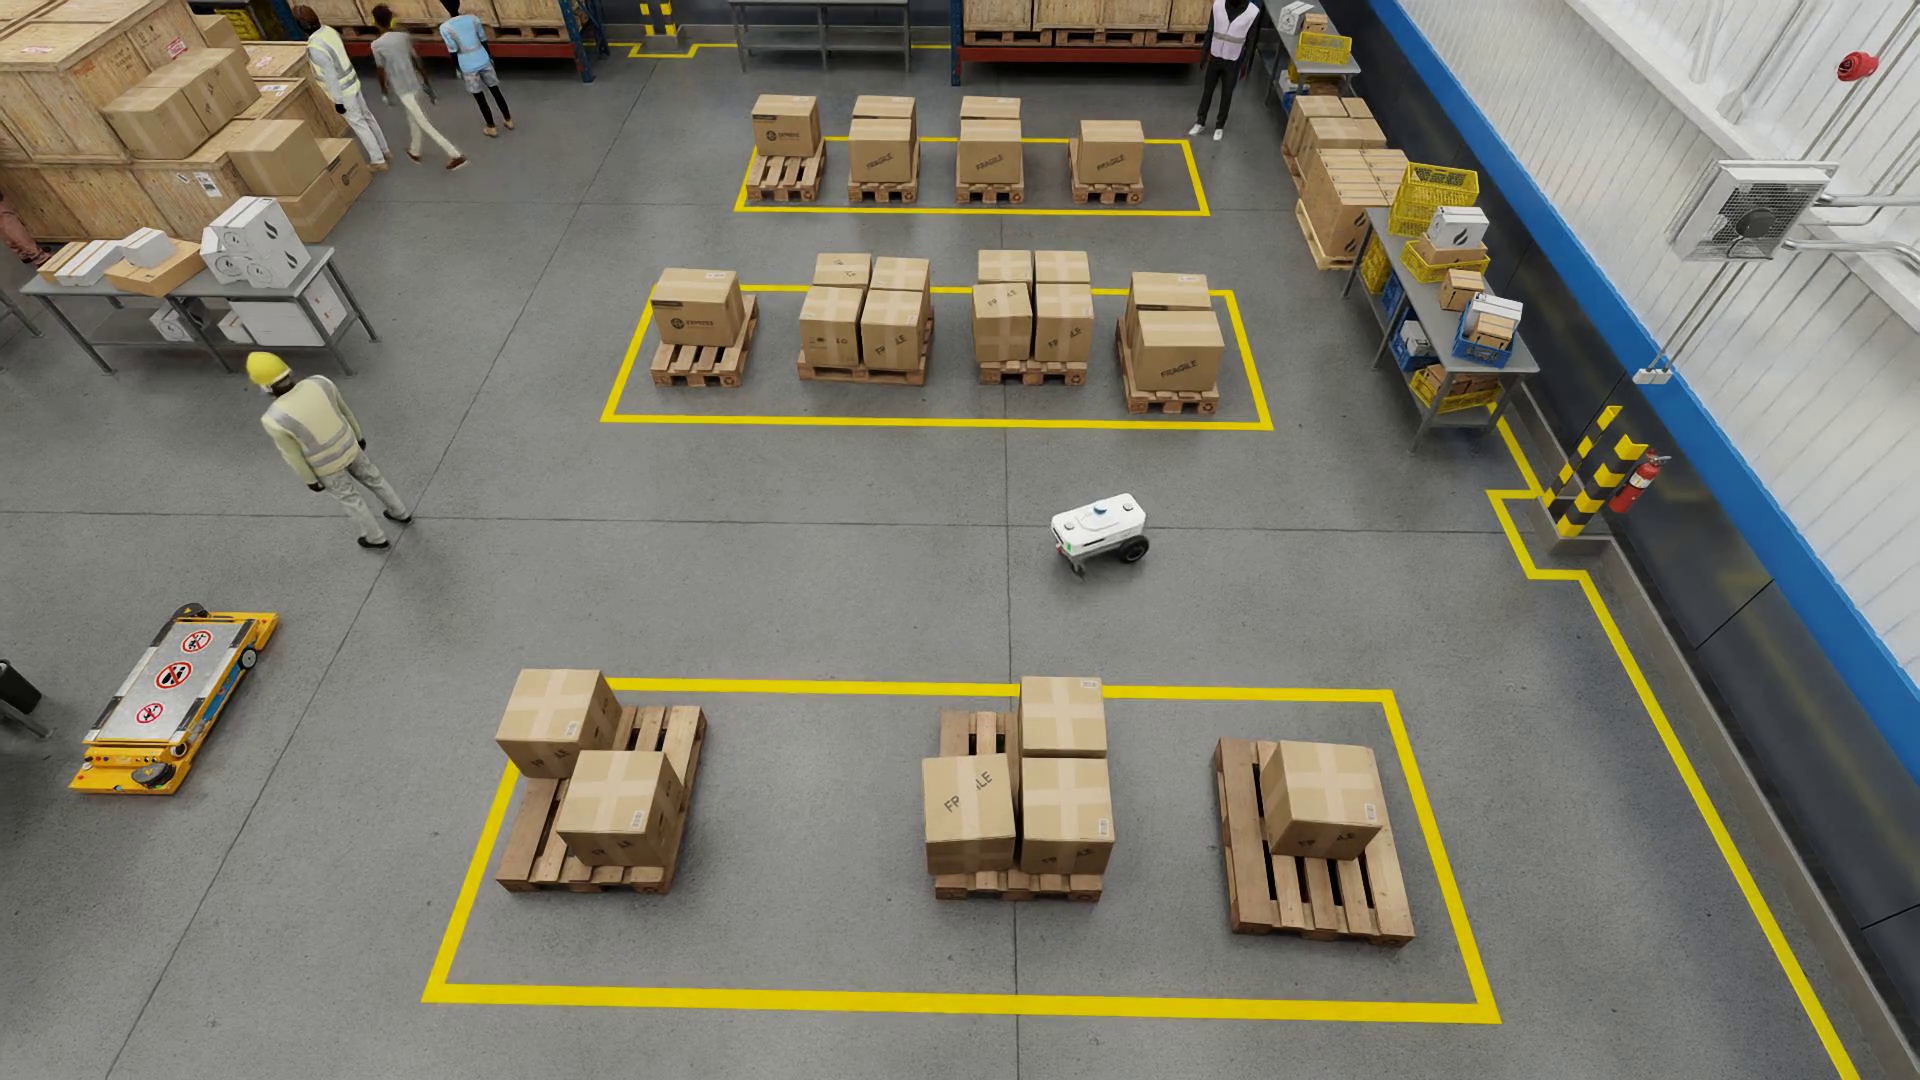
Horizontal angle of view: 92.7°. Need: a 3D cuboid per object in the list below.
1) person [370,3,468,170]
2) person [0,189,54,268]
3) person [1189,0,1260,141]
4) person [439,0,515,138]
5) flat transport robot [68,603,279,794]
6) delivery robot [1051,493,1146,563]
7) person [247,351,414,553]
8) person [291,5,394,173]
[{"bbox_3d":[-6.542,-5.333,10.872,0.915,1.806,0.511,12,51,10],"label":"person"},{"bbox_3d":[-10.130,-3.708,9.424,0.642,1.906,0.410,22,53,18],"label":"person"},{"bbox_3d":[3.275,-5.945,11.309,0.591,1.916,0.383,22,53,18],"label":"person"},{"bbox_3d":[-6.059,-5.927,11.436,0.315,1.696,0.541,30,56,23],"label":"person"},{"bbox_3d":[-5.504,1.072,6.442,0.652,0.197,1.431,1,50,1],"label":"flat transport robot"},{"bbox_3d":[1.078,-0.114,7.201,0.707,0.478,0.477,-17,52,-14],"label":"delivery robot"},{"bbox_3d":[-4.735,-0.654,6.896,0.403,1.824,0.599,13,51,11],"label":"person"},{"bbox_3d":[-7.286,-5.301,10.812,0.429,1.842,0.635,-7,50,-6],"label":"person"}]
